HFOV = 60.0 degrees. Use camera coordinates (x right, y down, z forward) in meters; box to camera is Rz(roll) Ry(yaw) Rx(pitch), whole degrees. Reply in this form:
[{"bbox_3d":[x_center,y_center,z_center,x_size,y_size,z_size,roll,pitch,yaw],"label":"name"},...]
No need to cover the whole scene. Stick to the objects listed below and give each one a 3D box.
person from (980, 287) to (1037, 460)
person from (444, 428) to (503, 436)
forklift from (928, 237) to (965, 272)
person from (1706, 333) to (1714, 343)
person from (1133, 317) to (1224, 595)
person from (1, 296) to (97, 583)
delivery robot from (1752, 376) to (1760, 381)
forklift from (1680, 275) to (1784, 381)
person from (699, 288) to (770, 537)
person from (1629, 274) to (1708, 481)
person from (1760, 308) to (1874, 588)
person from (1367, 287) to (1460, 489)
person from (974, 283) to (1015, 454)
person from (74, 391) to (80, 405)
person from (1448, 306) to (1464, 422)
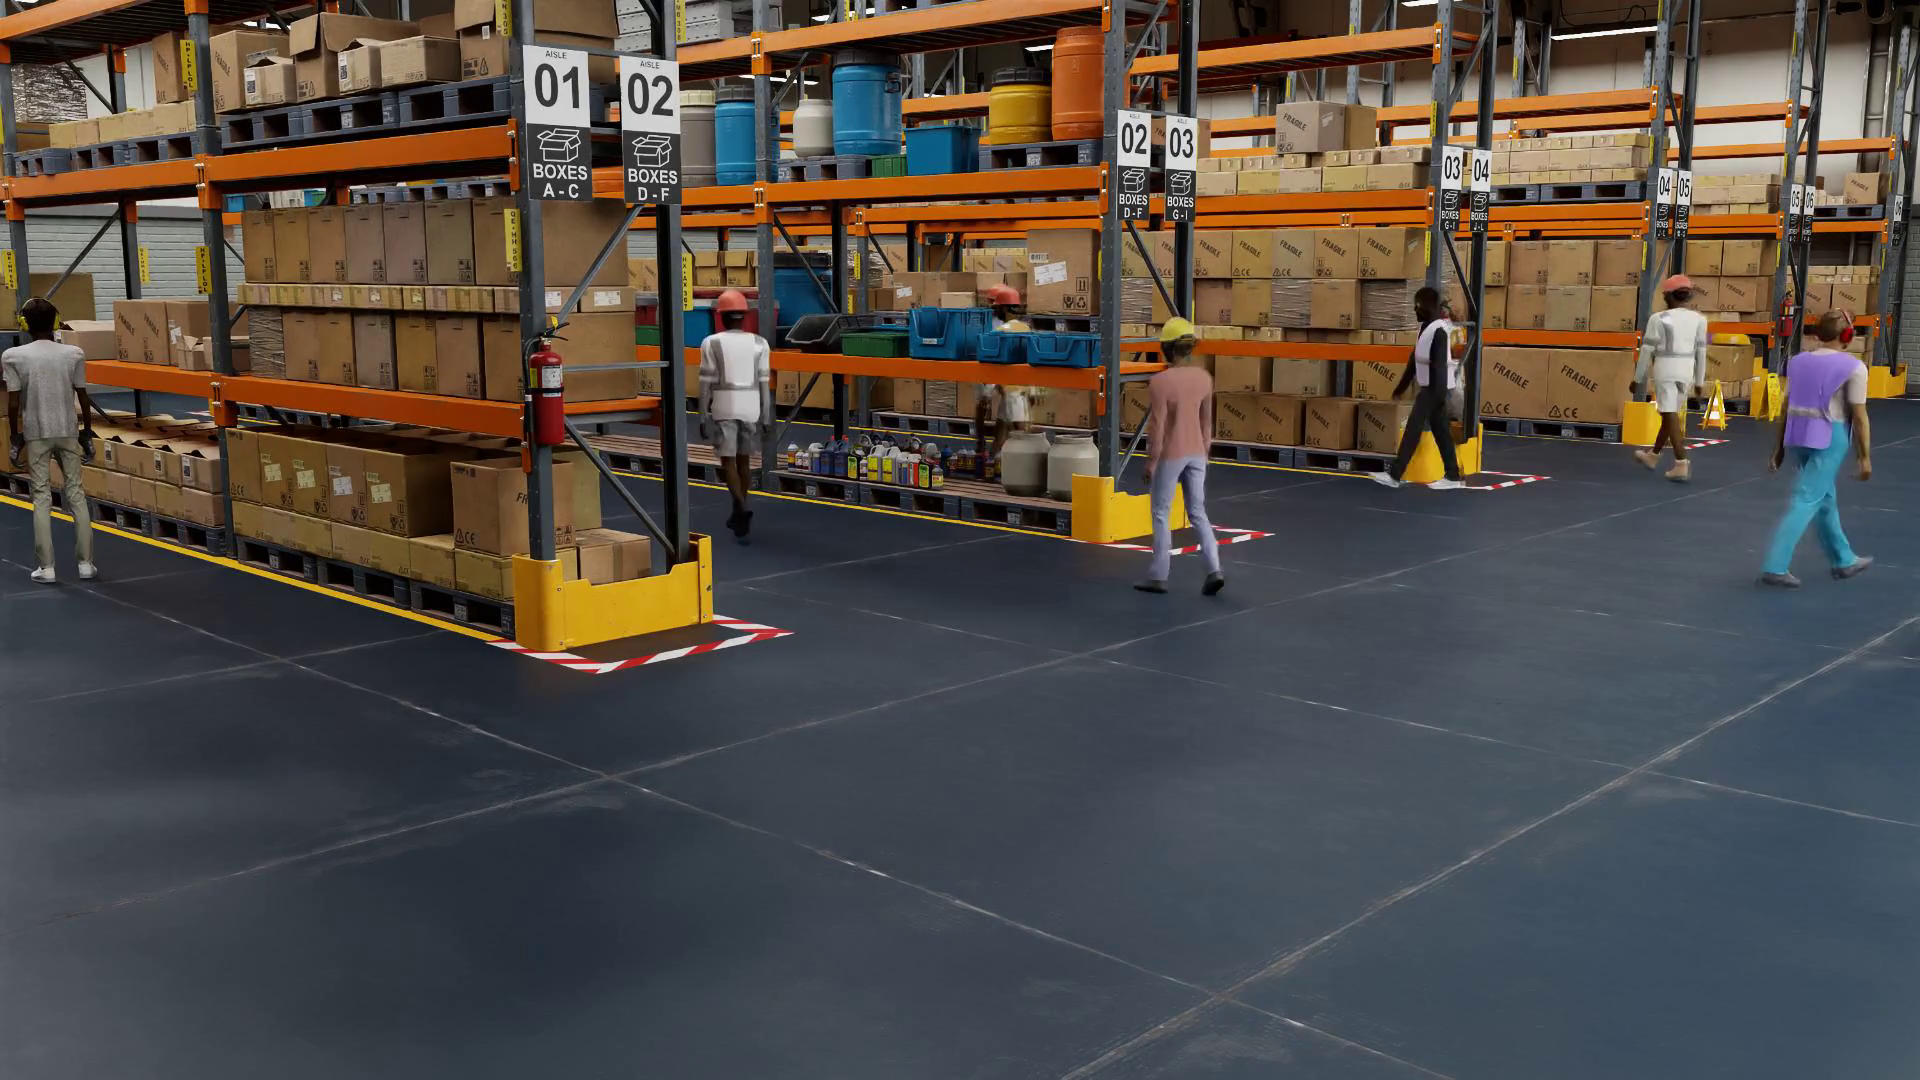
[{"bbox_3d":[0.470,-1.458,15.827,1.039,1.881,0.560,5,11,30],"label":"person"},{"bbox_3d":[-3.679,-0.997,12.641,1.031,2.008,0.604,8,12,41],"label":"person"},{"bbox_3d":[-0.326,-5.817,39.609,1.129,2.768,1.873,9,13,43],"label":"forklift"},{"bbox_3d":[11.541,-3.091,25.758,0.542,1.906,0.881,-8,13,-42],"label":"person"},{"bbox_3d":[1.392,-0.517,10.517,0.534,1.790,0.467,-6,11,-34],"label":"person"},{"bbox_3d":[-5.986,-0.662,10.957,0.513,1.875,0.328,-7,12,-37],"label":"person"},{"bbox_3d":[11.858,-2.401,25.489,0.707,0.478,0.477,5,10,27],"label":"delivery robot"},{"bbox_3d":[12.480,-3.427,27.053,1.214,2.155,2.313,9,13,43],"label":"forklift"},{"bbox_3d":[-1.717,-0.982,12.838,0.556,1.910,0.896,-4,10,-21],"label":"person"},{"bbox_3d":[6.981,-1.614,16.433,0.613,1.986,1.041,-2,10,-14],"label":"person"},{"bbox_3d":[5.621,-0.595,10.771,0.994,1.793,0.587,-3,10,-18],"label":"person"},{"bbox_3d":[4.272,-1.412,15.554,0.964,1.867,0.592,1,9,7],"label":"person"},{"bbox_3d":[0.419,-1.785,17.786,0.547,1.883,0.964,-5,10,-27],"label":"person"},{"bbox_3d":[-12.261,-2.619,22.569,0.611,1.997,0.375,-7,12,-37],"label":"person"},{"bbox_3d":[5.809,-2.005,19.991,0.828,1.596,0.535,4,10,25],"label":"person"}]
